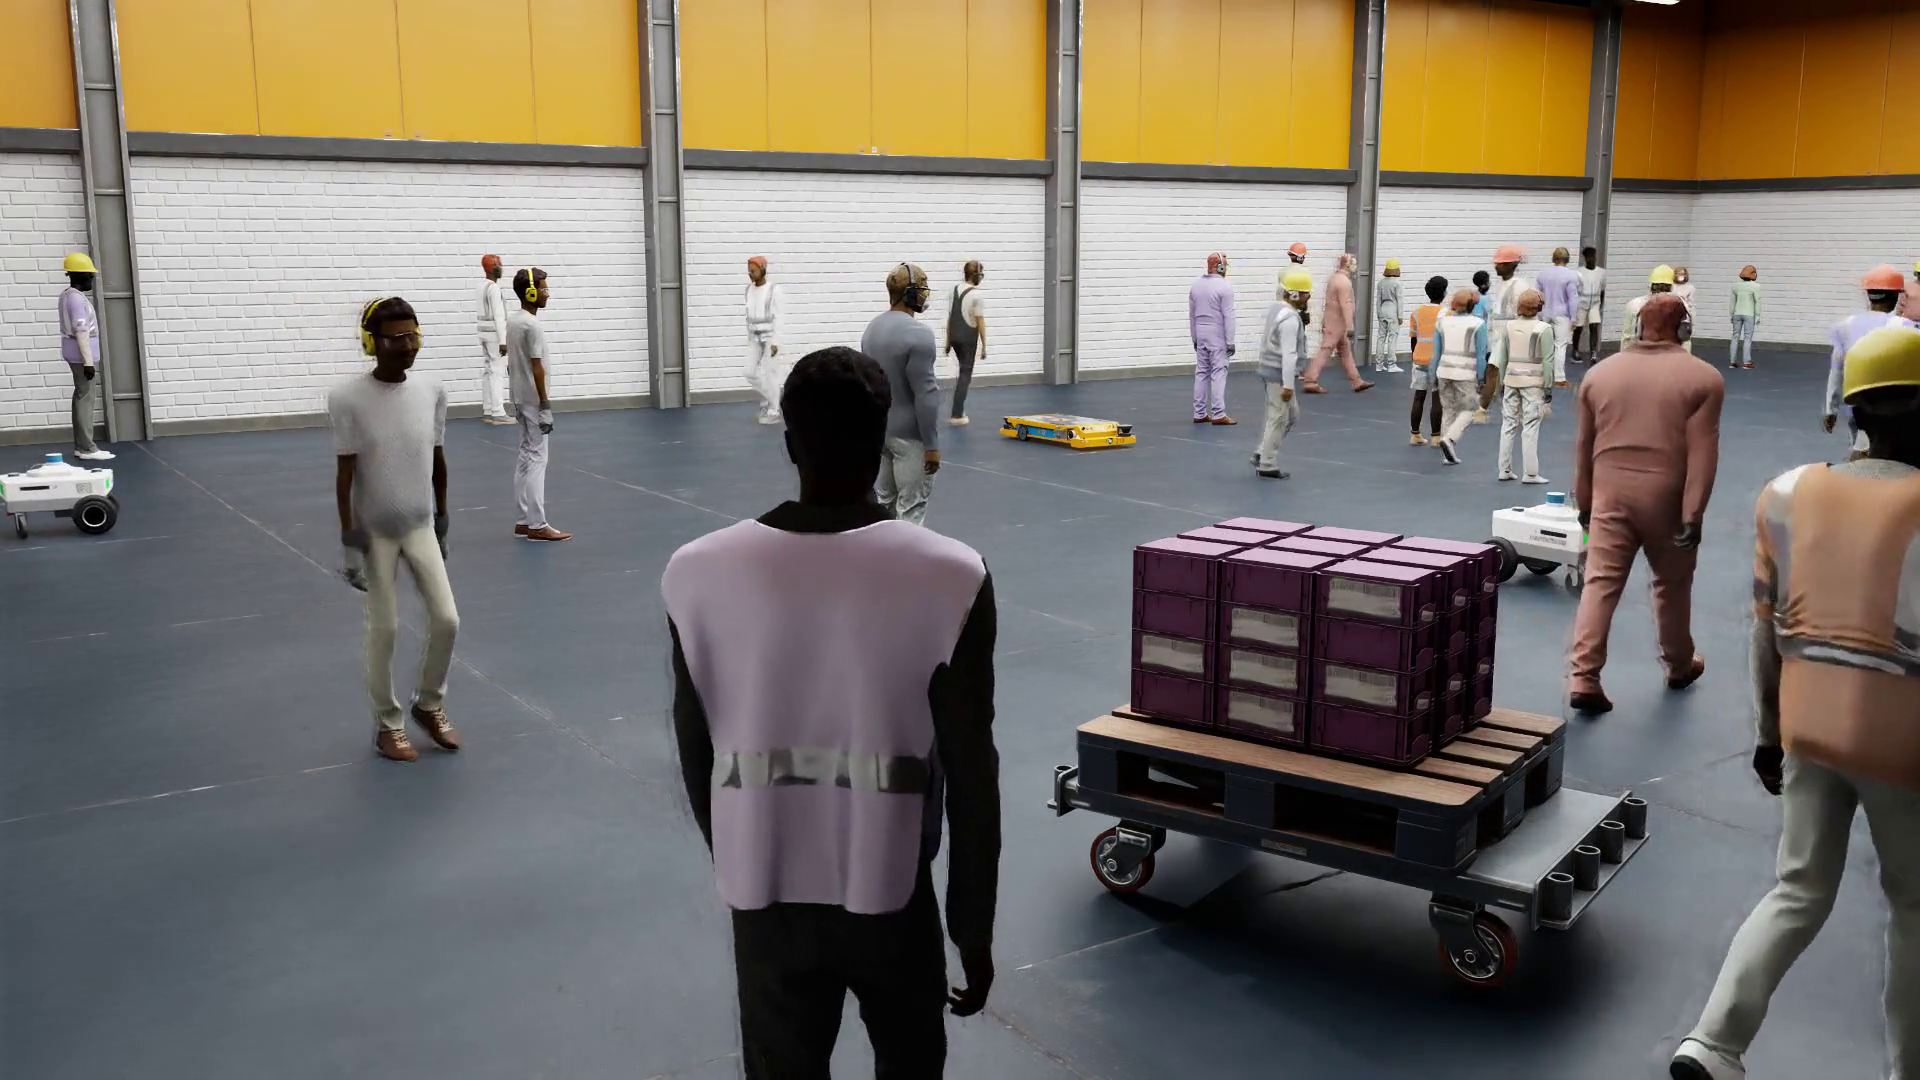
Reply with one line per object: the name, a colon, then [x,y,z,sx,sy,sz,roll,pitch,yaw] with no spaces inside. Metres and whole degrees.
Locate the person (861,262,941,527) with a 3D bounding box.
person: [-0.307,-0.557,9.203,0.358,1.938,0.636,-7,12,-34]

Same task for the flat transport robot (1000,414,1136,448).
flat transport robot: [1.077,-1.120,16.864,0.652,0.197,1.431,-7,12,-33]

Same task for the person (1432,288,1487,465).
person: [4.467,-1.460,15.009,0.463,1.623,0.523,-10,14,-43]

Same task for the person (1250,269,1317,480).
person: [2.771,-1.393,14.165,0.470,1.805,0.613,0,10,1]

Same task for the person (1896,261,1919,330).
person: [13.699,-3.120,23.789,0.552,1.729,0.826,5,11,25]

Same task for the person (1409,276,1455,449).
person: [4.663,-1.748,16.396,0.315,1.696,0.541,-7,12,-34]

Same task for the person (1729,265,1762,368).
person: [12.450,-3.536,26.375,0.271,1.632,0.508,-7,12,-34]

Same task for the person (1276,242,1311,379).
person: [4.921,-3.365,24.442,0.385,1.993,0.624,-7,12,-34]

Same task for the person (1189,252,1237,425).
person: [2.836,-2.230,18.465,0.408,1.906,0.653,-7,12,-34]

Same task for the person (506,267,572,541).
person: [-2.920,-0.923,11.416,0.314,1.864,0.535,-7,12,-34]

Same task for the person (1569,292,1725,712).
person: [3.026,-0.169,7.387,0.661,1.843,1.096,9,14,41]

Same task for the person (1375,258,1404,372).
person: [6.666,-3.474,25.730,0.303,1.743,0.493,-7,12,-34]

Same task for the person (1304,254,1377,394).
person: [5.061,-2.851,22.025,1.003,1.848,0.656,1,10,4]

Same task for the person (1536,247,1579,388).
person: [8.236,-3.064,22.948,0.358,1.938,0.636,-7,12,-34]

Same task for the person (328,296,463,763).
person: [-2.221,-0.023,6.541,0.509,1.852,0.458,-9,13,-39]

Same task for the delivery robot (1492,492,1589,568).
delivery robot: [3.539,-0.041,9.914,0.477,0.478,0.707,-7,12,-33]

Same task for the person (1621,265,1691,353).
person: [6.588,-1.689,15.771,0.622,1.804,0.720,4,11,21]

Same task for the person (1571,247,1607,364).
person: [10.280,-3.827,27.209,0.653,1.896,0.983,0,10,2]

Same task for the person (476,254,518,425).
person: [-5.179,-2.227,18.511,0.343,1.882,0.585,-7,12,-34]

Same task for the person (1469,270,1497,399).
person: [6.627,-2.594,21.163,0.496,1.654,0.598,9,14,41]

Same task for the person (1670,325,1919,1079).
person: [2.028,0.460,3.798,0.839,1.889,0.626,-6,12,-31]

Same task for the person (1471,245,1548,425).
person: [6.089,-2.256,18.393,1.048,2.000,0.623,0,10,0]

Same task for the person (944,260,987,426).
person: [0.094,-2.162,18.320,0.536,1.818,0.545,-10,14,-42]

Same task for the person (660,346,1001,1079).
person: [-0.220,0.597,3.019,0.599,1.881,0.798,1,10,3]

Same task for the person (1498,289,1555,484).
person: [4.774,-1.290,14.045,0.306,1.639,0.524,-7,12,-34]

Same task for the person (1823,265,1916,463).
person: [6.291,-0.935,11.454,1.012,1.886,0.549,-4,11,-23]

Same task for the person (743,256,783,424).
person: [-2.189,-2.215,18.481,0.599,1.869,0.411,7,13,34]

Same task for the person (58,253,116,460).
person: [-8.179,-1.708,15.544,0.370,1.925,0.595,-7,12,-34]

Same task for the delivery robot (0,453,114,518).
delivery robot: [-6.352,-0.365,11.694,0.707,0.478,0.477,-5,11,-23]

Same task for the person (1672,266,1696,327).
person: [11.250,-3.475,26.075,0.520,1.604,0.700,3,11,18]
